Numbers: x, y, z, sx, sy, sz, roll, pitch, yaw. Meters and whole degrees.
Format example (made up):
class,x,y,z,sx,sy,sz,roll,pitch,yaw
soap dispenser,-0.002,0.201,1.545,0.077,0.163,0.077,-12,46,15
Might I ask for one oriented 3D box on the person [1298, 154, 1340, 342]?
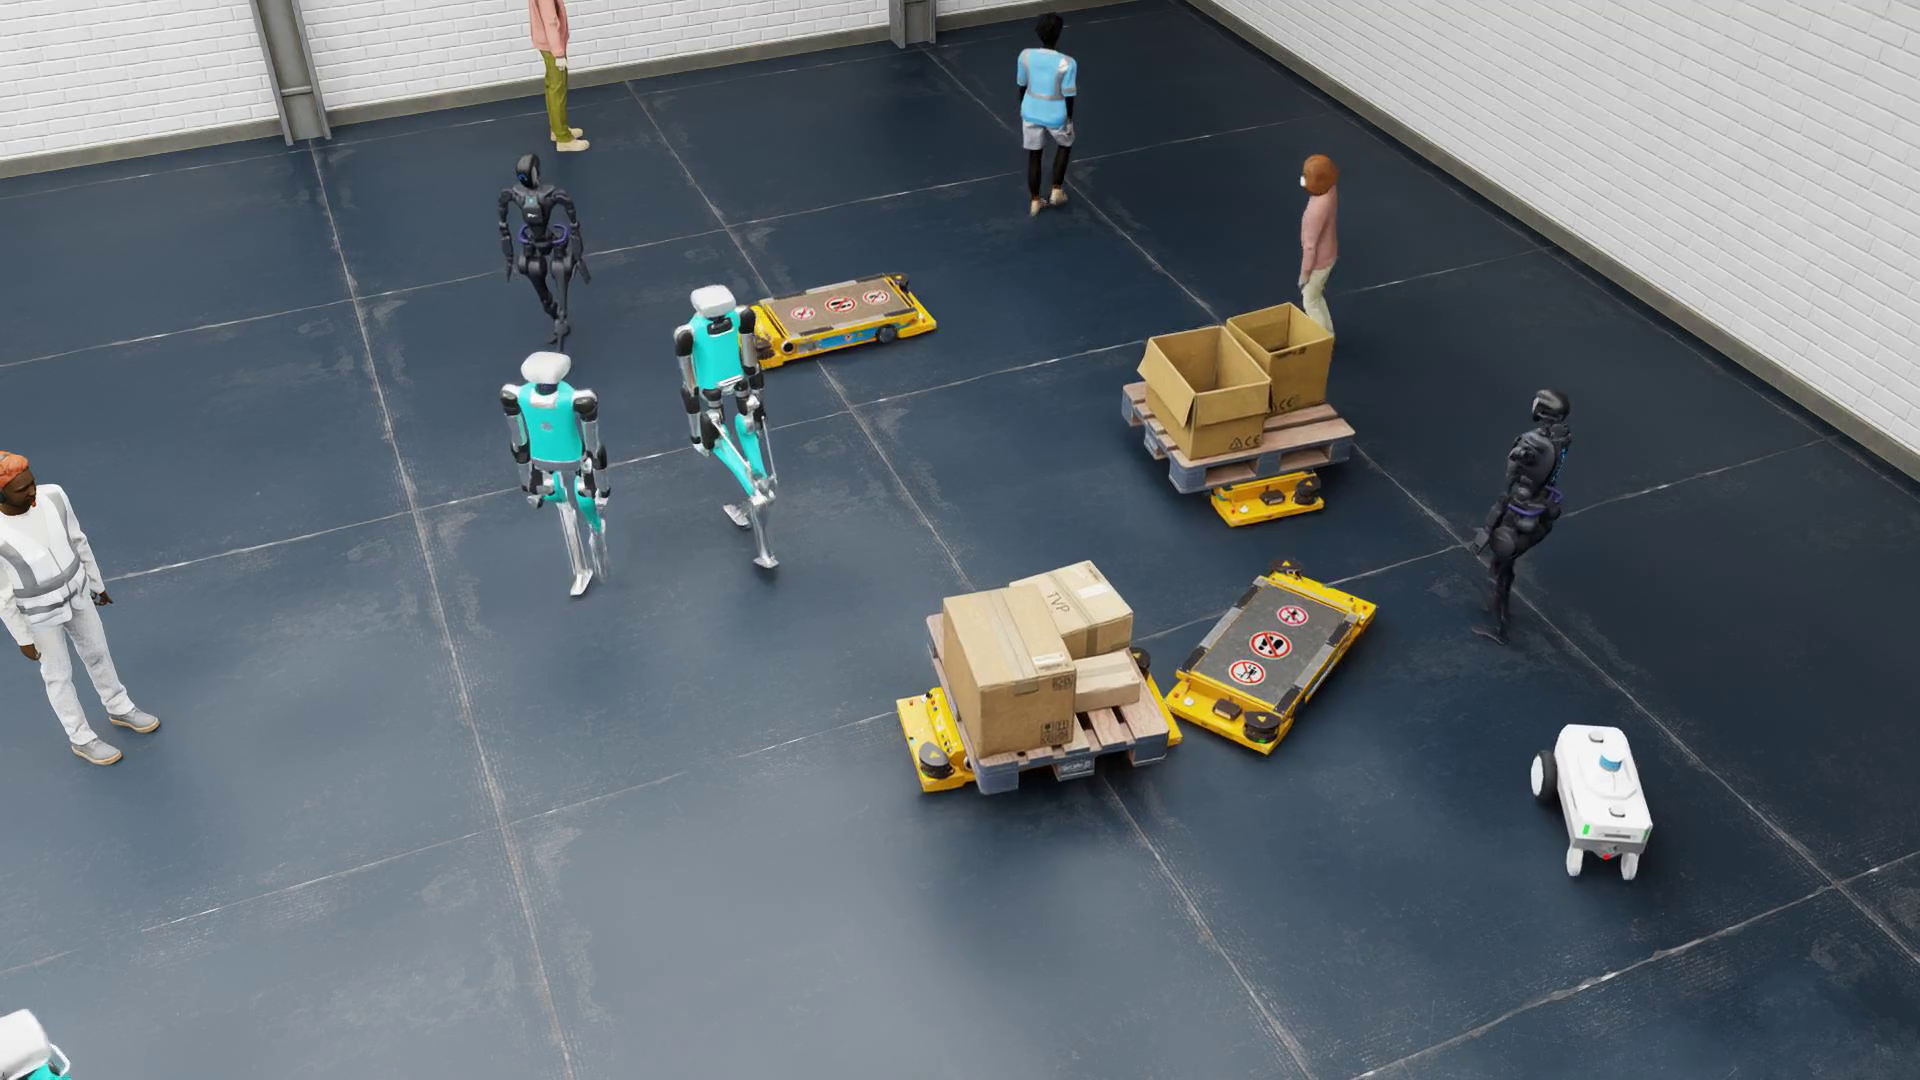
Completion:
class,x,y,z,sx,sy,sz,roll,pitch,yaw
person,2.519,-1.977,11.745,0.400,1.609,0.524,12,39,15

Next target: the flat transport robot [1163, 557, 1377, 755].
class,x,y,z,sx,sy,sz,roll,pitch,yaw
flat transport robot,1.782,0.629,9.455,0.659,0.231,1.431,23,43,27

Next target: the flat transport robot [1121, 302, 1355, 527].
class,x,y,z,sx,sy,sz,roll,pitch,yaw
flat transport robot,1.792,-0.605,11.061,0.659,0.231,1.431,-11,39,-14

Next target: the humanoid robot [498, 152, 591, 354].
class,x,y,z,sx,sy,sz,roll,pitch,yaw
humanoid robot,-2.943,-2.008,11.759,0.609,1.618,0.754,0,38,-1

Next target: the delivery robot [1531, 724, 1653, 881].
class,x,y,z,sx,sy,sz,roll,pitch,yaw
delivery robot,3.215,1.273,8.373,0.499,0.585,0.765,4,38,5

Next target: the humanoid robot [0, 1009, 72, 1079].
class,x,y,z,sx,sy,sz,roll,pitch,yaw
humanoid robot,-2.995,2.210,6.168,0.530,1.756,0.768,26,45,30

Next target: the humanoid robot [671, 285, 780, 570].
class,x,y,z,sx,sy,sz,roll,pitch,yaw
humanoid robot,-1.237,-0.581,9.850,0.537,1.774,0.984,-25,44,-29

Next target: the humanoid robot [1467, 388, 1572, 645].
class,x,y,z,sx,sy,sz,roll,pitch,yaw
humanoid robot,3.116,-0.112,9.269,0.589,1.650,0.324,-27,45,-31

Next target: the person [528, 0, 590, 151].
class,x,y,z,sx,sy,sz,roll,pitch,yaw
person,-3.587,-4.350,14.649,0.348,1.834,0.537,-12,39,-15

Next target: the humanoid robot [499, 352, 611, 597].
class,x,y,z,sx,sy,sz,roll,pitch,yaw
humanoid robot,-2.219,-0.355,9.625,0.549,1.901,0.712,3,38,4

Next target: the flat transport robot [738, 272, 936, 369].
class,x,y,z,sx,sy,sz,roll,pitch,yaw
flat transport robot,-0.959,-1.641,12.410,1.431,0.231,0.659,-15,40,-19

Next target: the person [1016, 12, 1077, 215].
class,x,y,z,sx,sy,sz,roll,pitch,yaw
person,0.726,-3.512,13.678,0.545,1.676,0.509,14,40,17

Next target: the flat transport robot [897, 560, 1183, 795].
class,x,y,z,sx,sy,sz,roll,pitch,yaw
flat transport robot,0.424,0.958,9.027,1.431,0.231,0.659,-9,38,-11

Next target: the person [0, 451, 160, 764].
class,x,y,z,sx,sy,sz,roll,pitch,yaw
person,-4.613,0.340,8.512,0.361,1.880,0.573,14,40,17
